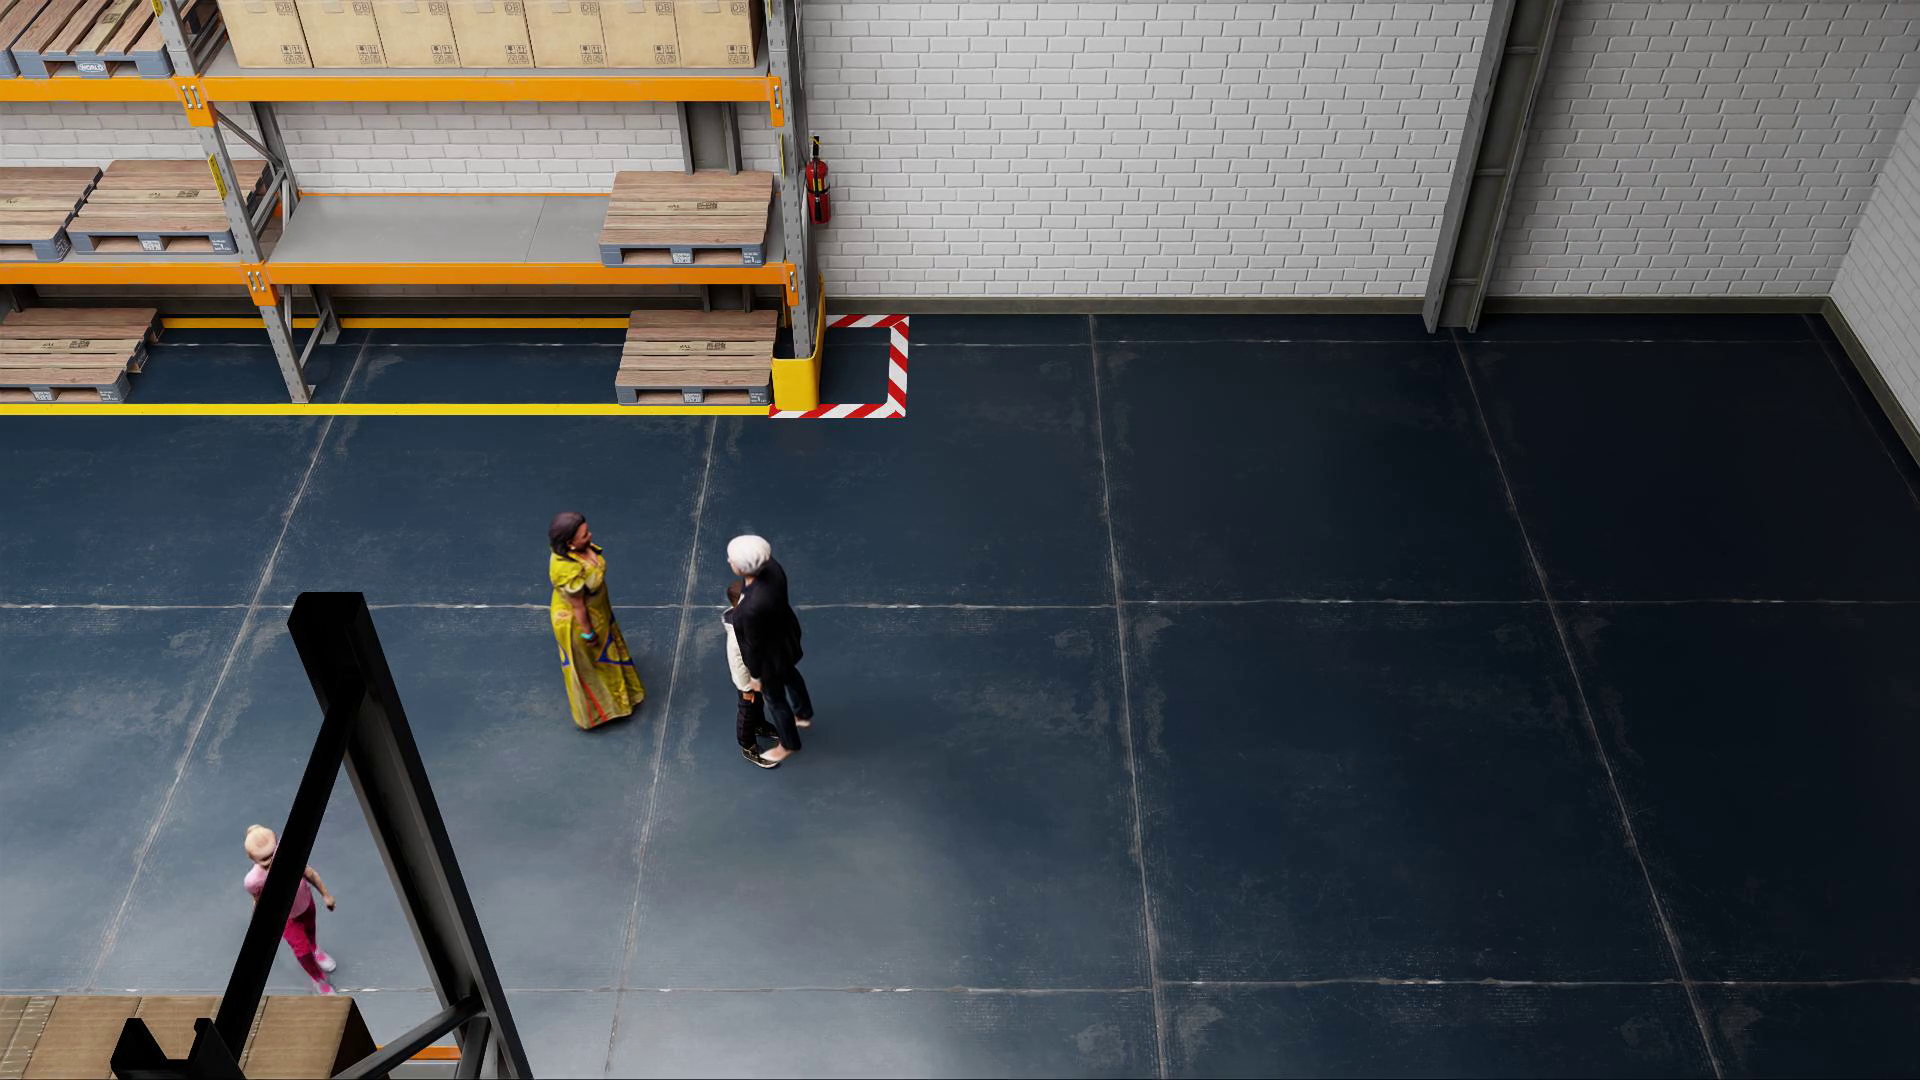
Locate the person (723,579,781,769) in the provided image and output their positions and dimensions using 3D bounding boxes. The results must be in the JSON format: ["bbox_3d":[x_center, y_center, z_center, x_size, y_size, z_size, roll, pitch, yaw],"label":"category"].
[{"bbox_3d":[-1.267,0.776,10.130,0.580,1.454,0.630,10,44,10],"label":"person"}]

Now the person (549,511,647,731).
[{"bbox_3d":[-2.338,0.464,10.311,0.815,1.656,0.881,-5,44,-5],"label":"person"}]

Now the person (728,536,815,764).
[{"bbox_3d":[-1.049,0.568,9.315,0.669,1.776,0.765,9,44,10],"label":"person"}]

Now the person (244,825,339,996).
[{"bbox_3d":[-3.667,1.950,9.039,0.759,1.259,0.682,27,50,25],"label":"person"}]
